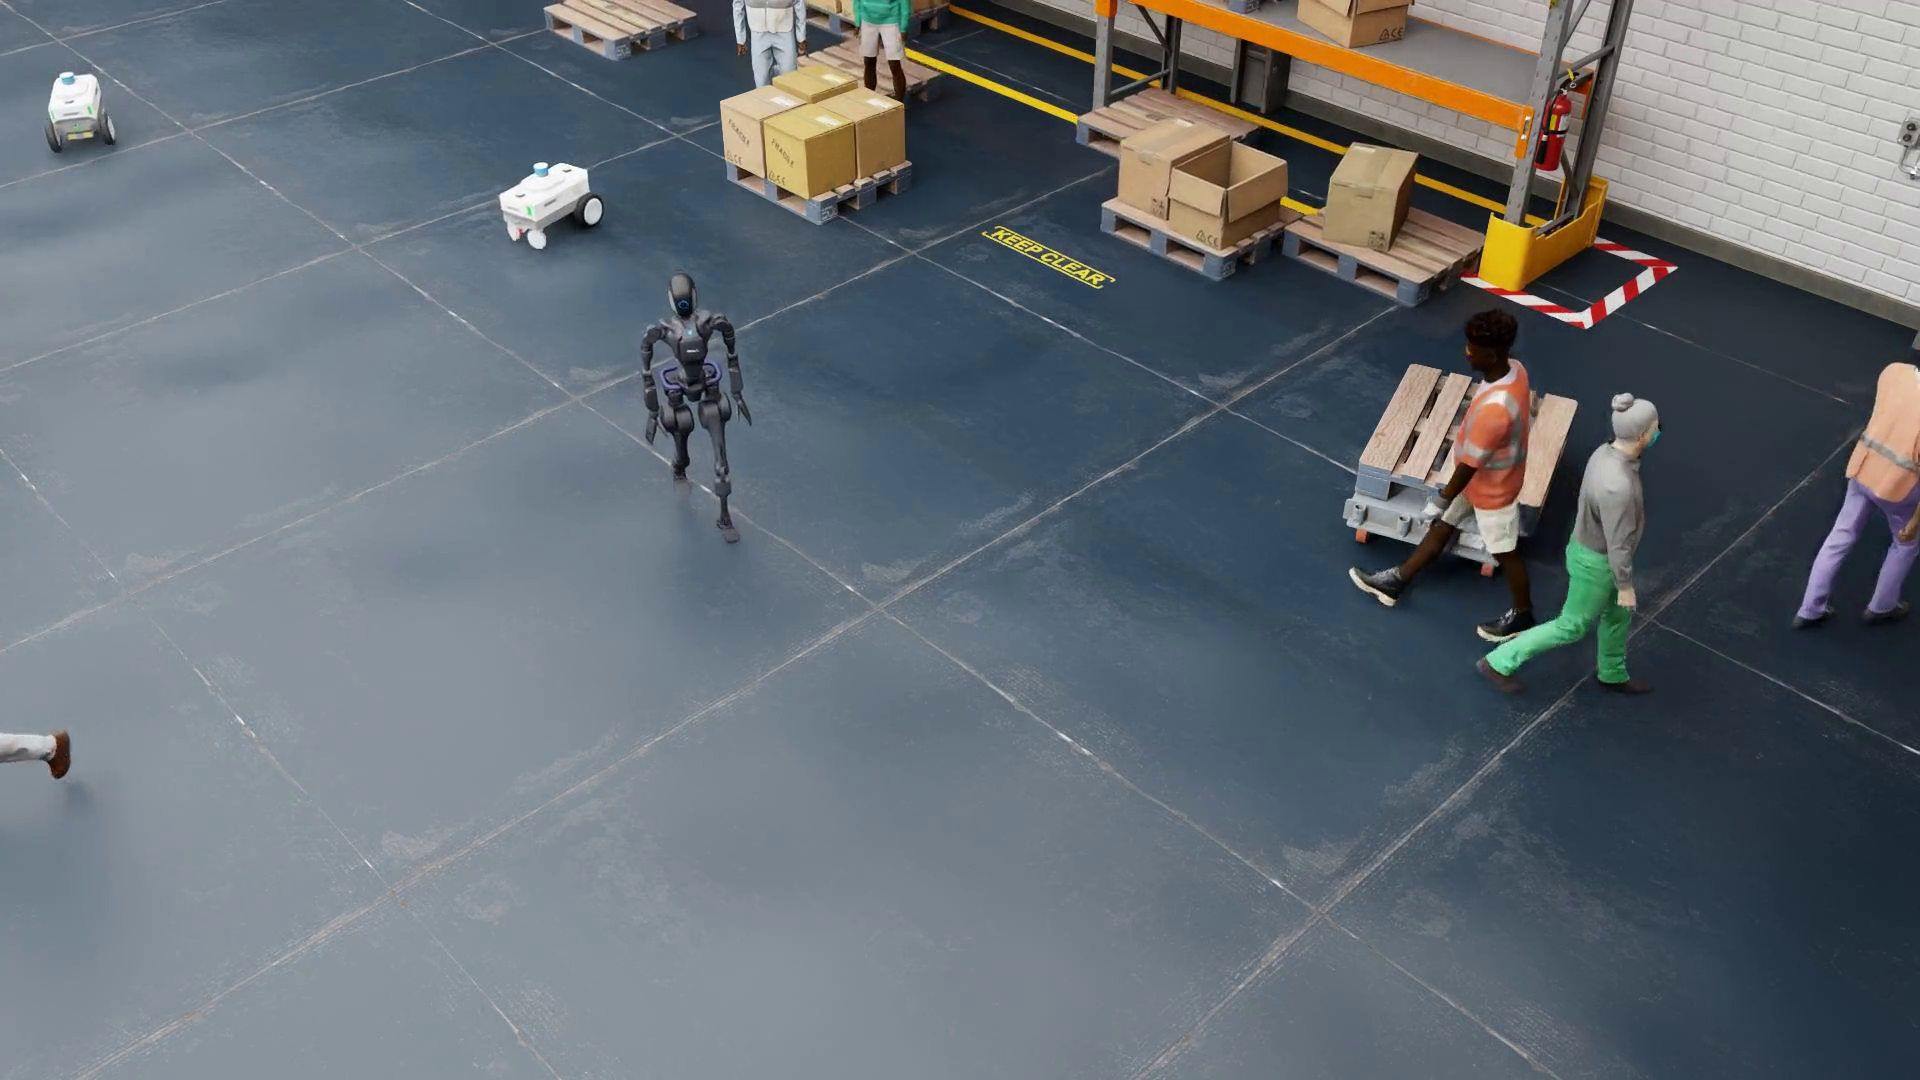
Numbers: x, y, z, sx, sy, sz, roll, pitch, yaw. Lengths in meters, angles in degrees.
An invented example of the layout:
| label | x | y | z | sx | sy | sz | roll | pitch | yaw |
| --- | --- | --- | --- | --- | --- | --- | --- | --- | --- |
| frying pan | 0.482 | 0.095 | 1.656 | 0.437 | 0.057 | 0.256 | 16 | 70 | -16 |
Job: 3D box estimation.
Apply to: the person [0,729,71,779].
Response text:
| label | x | y | z | sx | sy | sz | roll | pitch | yaw |
| --- | --- | --- | --- | --- | --- | --- | --- | --- | --- |
| person | -4.616 | 0.640 | 7.558 | 0.469 | 1.628 | 0.637 | 29 | 46 | 32 |

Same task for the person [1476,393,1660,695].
| label | x | y | z | sx | sy | sz | roll | pitch | yaw |
| --- | --- | --- | --- | --- | --- | --- | --- | --- | --- |
| person | 3.138 | 0.066 | 8.172 | 0.866 | 1.799 | 0.514 | 12 | 39 | 15 |

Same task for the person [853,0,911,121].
| label | x | y | z | sx | sy | sz | roll | pitch | yaw |
| --- | --- | --- | --- | --- | --- | --- | --- | --- | --- |
| person | -0.648 | -4.395 | 14.051 | 0.503 | 1.842 | 0.391 | 12 | 39 | 15 |

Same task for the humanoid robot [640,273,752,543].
| label | x | y | z | sx | sy | sz | roll | pitch | yaw |
| --- | --- | --- | --- | --- | --- | --- | --- | --- | --- |
| humanoid robot | -1.521 | -0.819 | 9.498 | 0.612 | 1.630 | 0.785 | -13 | 39 | -16 |

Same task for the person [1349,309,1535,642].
| label | x | y | z | sx | sy | sz | roll | pitch | yaw |
| --- | --- | --- | --- | --- | --- | --- | --- | --- | --- |
| person | 2.656 | -0.309 | 8.592 | 1.030 | 1.899 | 0.632 | 10 | 38 | 13 |

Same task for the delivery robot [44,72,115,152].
| label | x | y | z | sx | sy | sz | roll | pitch | yaw |
| --- | --- | --- | --- | --- | --- | --- | --- | --- | --- |
| delivery robot | -7.510 | -3.658 | 14.155 | 0.499 | 0.614 | 0.818 | -12 | 39 | -15 |

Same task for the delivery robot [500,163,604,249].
| label | x | y | z | sx | sy | sz | roll | pitch | yaw |
| --- | --- | --- | --- | --- | --- | --- | --- | --- | --- |
| delivery robot | -3.154 | -2.602 | 12.756 | 0.523 | 0.613 | 0.784 | 20 | 41 | 24 |

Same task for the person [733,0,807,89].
| label | x | y | z | sx | sy | sz | roll | pitch | yaw |
| --- | --- | --- | --- | --- | --- | --- | --- | --- | --- |
| person | -1.559 | -4.182 | 13.714 | 0.595 | 1.908 | 0.409 | 0 | 37 | -1 |

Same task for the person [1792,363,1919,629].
| label | x | y | z | sx | sy | sz | roll | pitch | yaw |
| --- | --- | --- | --- | --- | --- | --- | --- | --- | --- |
| person | 4.903 | -0.302 | 8.662 | 0.798 | 1.804 | 0.567 | -18 | 41 | -22 |
